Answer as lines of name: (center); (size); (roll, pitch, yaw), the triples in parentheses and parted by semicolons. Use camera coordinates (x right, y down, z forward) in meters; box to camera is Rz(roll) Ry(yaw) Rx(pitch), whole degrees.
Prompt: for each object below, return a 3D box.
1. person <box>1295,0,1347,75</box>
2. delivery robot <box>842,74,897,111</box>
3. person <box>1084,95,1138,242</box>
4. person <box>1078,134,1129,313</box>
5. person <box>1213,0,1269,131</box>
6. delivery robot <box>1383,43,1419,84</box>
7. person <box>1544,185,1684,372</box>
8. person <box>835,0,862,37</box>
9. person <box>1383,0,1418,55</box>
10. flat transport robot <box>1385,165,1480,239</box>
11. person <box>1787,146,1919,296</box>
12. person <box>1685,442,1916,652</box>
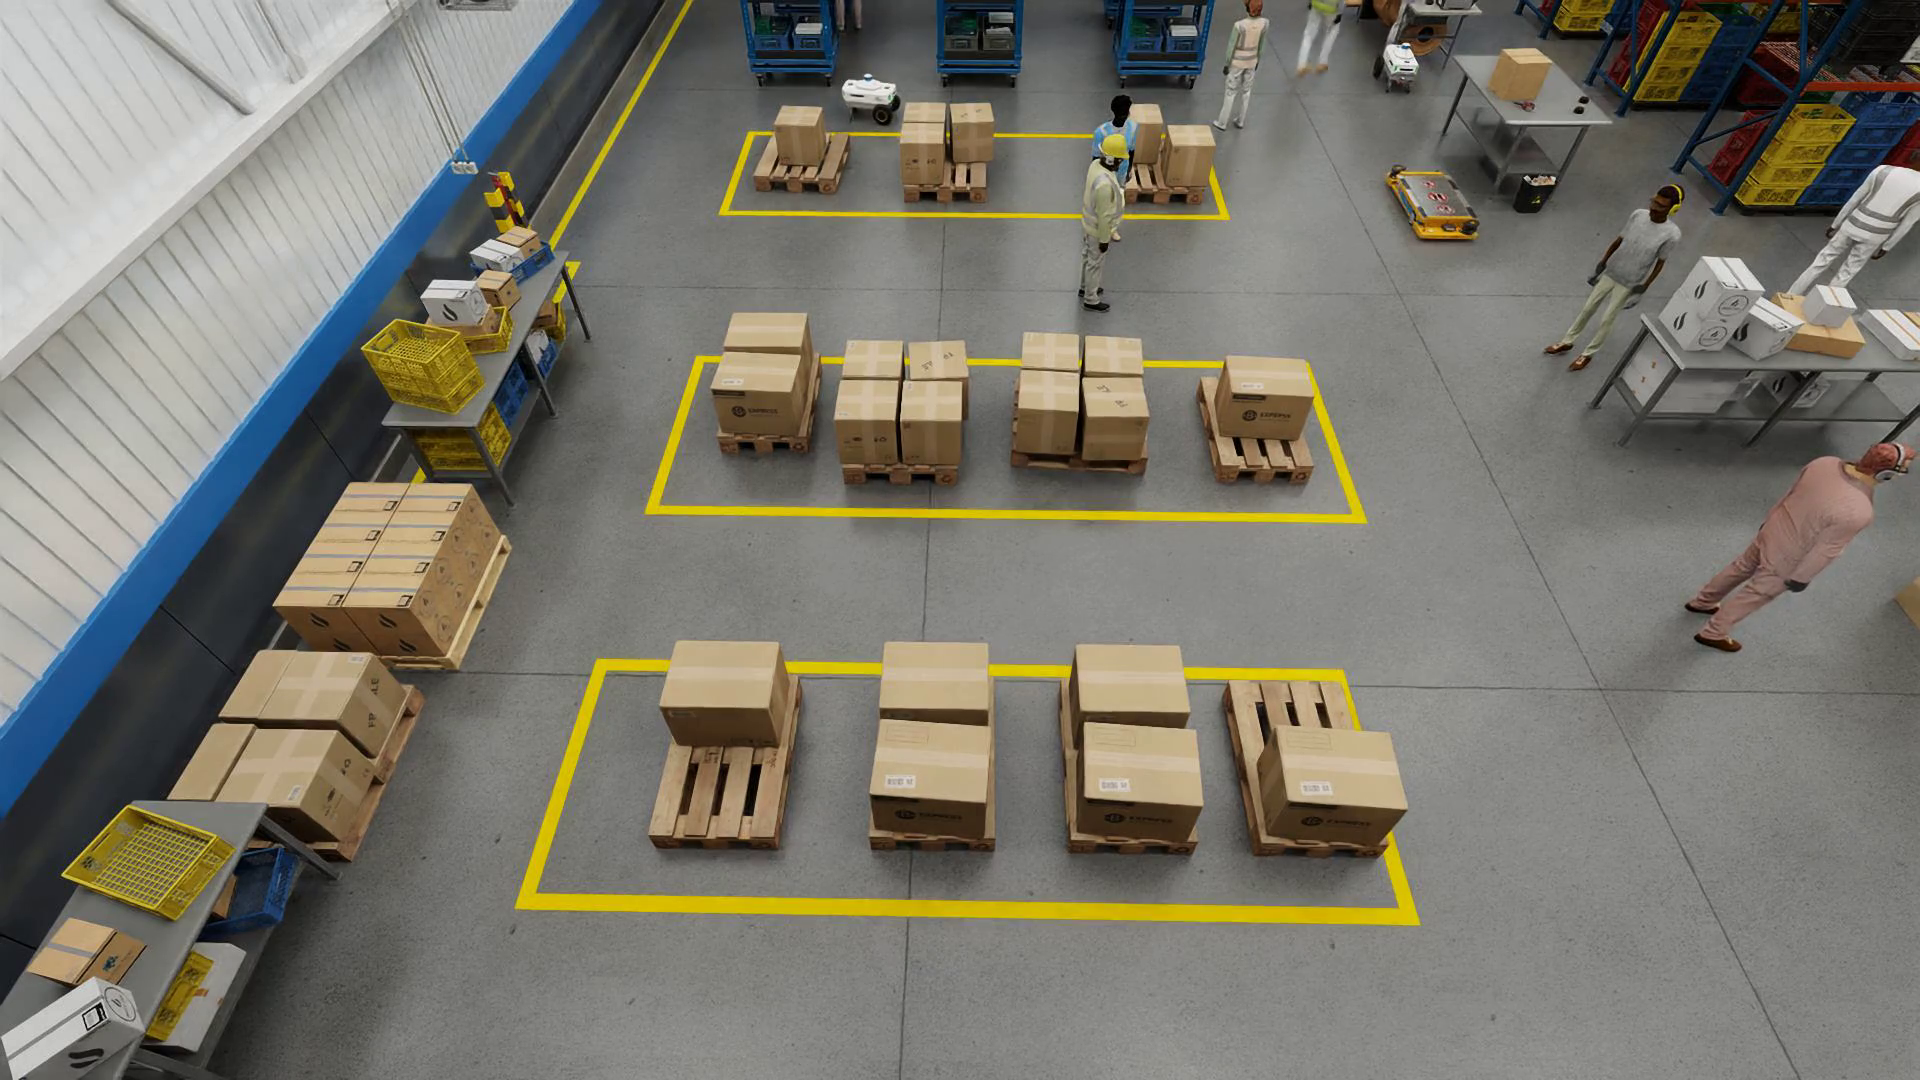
person: (5.310, -7.691, 13.155); (0.739, 1.817, 0.653); (-35, 58, -26)
delivery robot: (-1.243, -6.127, 12.573); (0.707, 0.478, 0.477); (10, 50, 9)
person: (1.663, -4.052, 10.091); (0.534, 1.691, 0.322); (-17, 51, -14)
person: (1.428, -3.182, 9.250); (0.403, 1.823, 0.588); (-3, 49, -3)
person: (3.701, -6.235, 12.019); (0.519, 1.632, 0.317); (-12, 50, -10)
delivery robot: (6.374, -6.919, 13.257); (0.477, 0.478, 0.707); (4, 49, 4)
person: (6.164, -2.431, 8.570); (0.310, 1.868, 0.532); (-20, 52, -16)
person: (-1.758, -8.846, 14.054); (0.625, 1.980, 0.411); (-17, 51, -14)
person: (6.571, -7.903, 13.269); (0.369, 1.932, 0.629); (22, 53, 18)
flat transport robot: (5.692, -4.094, 11.059); (0.652, 0.197, 1.431); (1, 49, 1)
person: (8.965, -3.047, 9.099); (0.353, 1.879, 0.568); (-31, 56, -24)
person: (5.829, 0.044, 6.412); (0.400, 1.900, 0.648); (11, 50, 10)
